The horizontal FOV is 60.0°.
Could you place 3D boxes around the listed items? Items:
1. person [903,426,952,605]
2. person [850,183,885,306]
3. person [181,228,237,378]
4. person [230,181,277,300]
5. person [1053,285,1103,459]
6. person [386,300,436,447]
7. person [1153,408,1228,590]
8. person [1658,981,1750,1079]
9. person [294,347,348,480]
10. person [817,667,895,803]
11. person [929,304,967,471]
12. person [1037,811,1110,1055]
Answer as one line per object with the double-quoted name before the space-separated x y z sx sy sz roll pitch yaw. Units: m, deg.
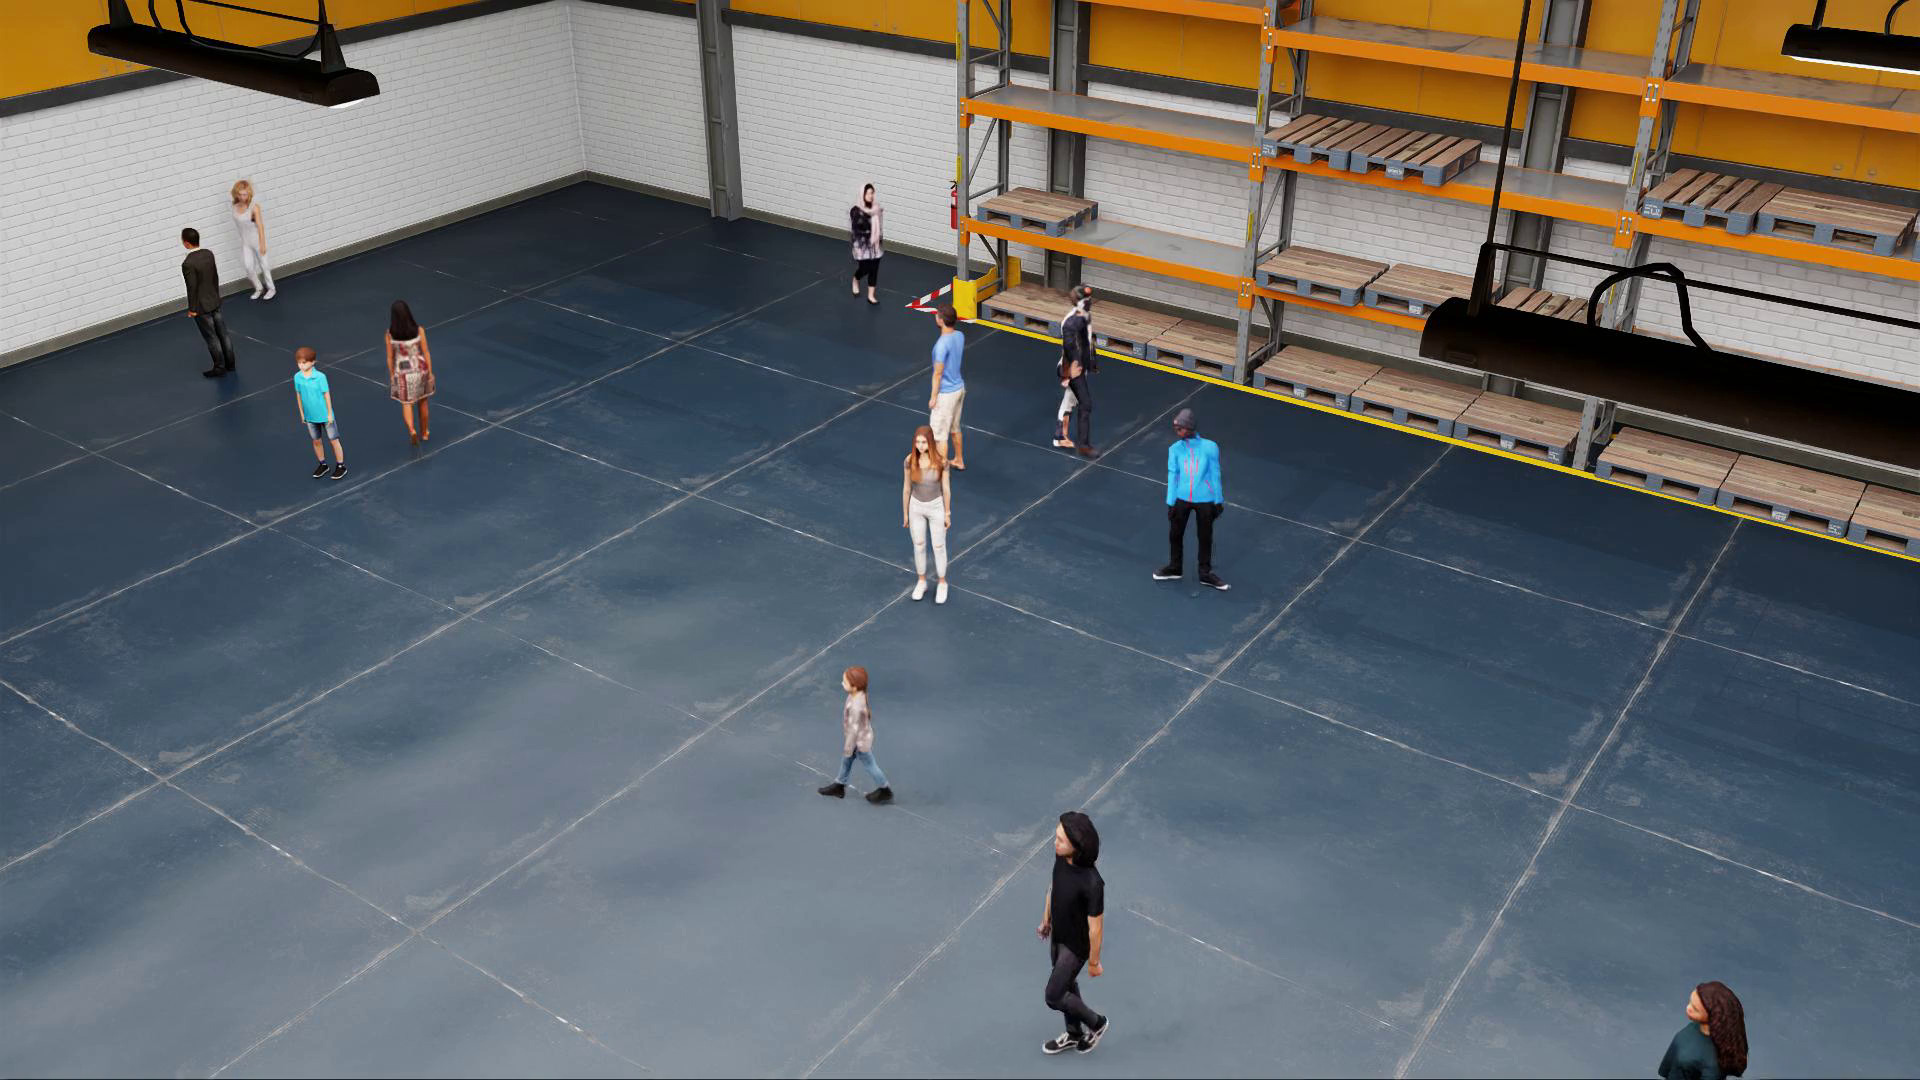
"person" -0.287 -0.254 14.966 0.595 1.717 0.720 5 29 8
"person" -1.242 -3.891 21.726 0.743 1.628 0.831 -19 34 -31
"person" -8.861 -2.802 19.549 0.691 1.801 0.743 6 29 11
"person" -9.240 -3.942 21.810 0.734 1.637 0.797 11 31 20
"person" 1.149 -1.816 17.668 0.914 1.870 0.814 11 30 19
"person" -5.872 -1.744 17.789 0.935 1.629 1.026 -8 30 -14
"person" 2.192 -0.373 15.118 0.661 1.779 0.957 0 29 -1
"person" 4.058 3.069 9.013 1.140 1.583 0.873 5 29 9
"person" -6.639 -1.334 17.226 0.549 1.447 0.647 3 29 6
"person" -0.700 1.474 12.369 0.877 1.171 0.753 1 29 2
"person" -0.095 -1.533 17.164 0.621 1.858 0.691 14 32 24
"person" 0.753 2.371 10.046 0.866 1.820 0.799 -9 30 -16
